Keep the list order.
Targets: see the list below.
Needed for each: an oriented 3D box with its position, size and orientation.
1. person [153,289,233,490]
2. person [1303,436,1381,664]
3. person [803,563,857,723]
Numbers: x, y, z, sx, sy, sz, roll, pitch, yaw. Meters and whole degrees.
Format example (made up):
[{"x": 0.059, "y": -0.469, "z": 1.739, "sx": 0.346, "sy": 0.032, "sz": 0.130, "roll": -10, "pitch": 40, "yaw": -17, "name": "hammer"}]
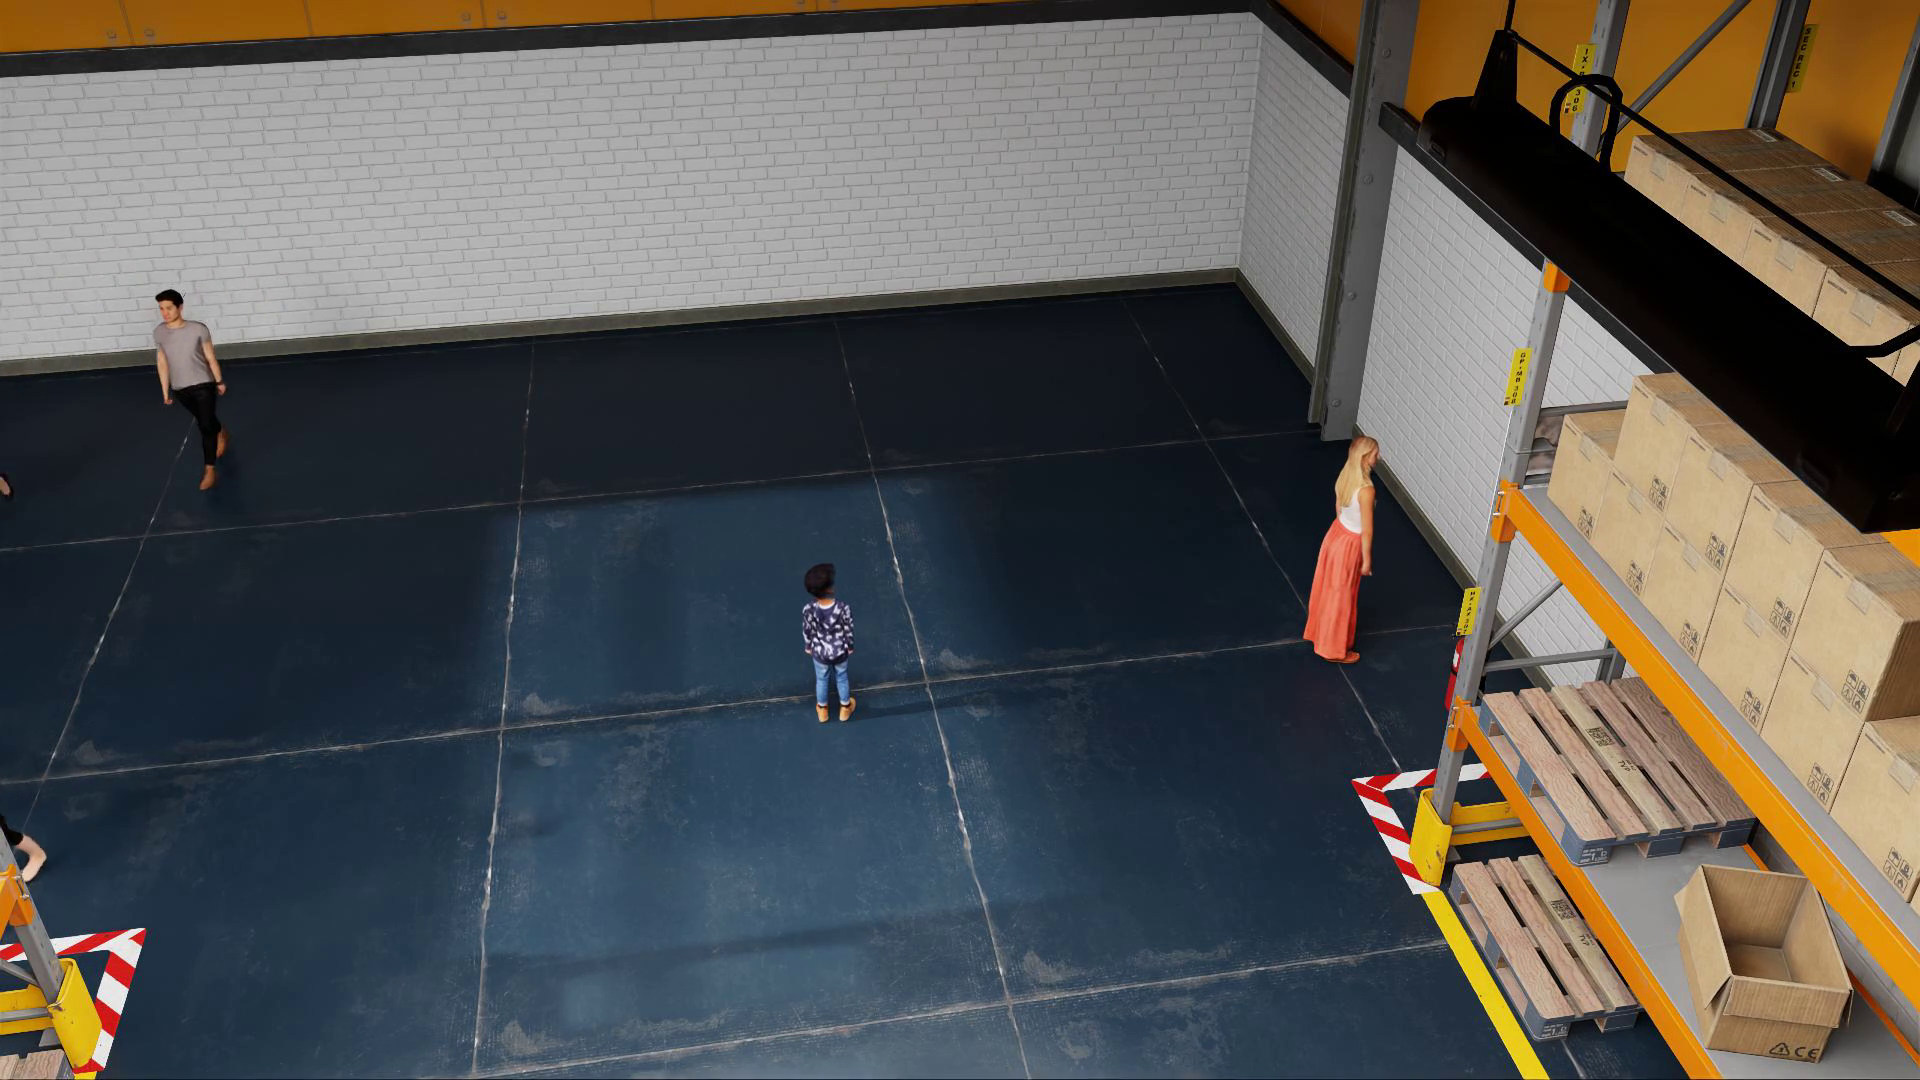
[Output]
[{"x": -6.458, "y": -1.358, "z": 14.076, "sx": 0.748, "sy": 1.686, "sz": 1.160, "roll": 0, "pitch": 34, "yaw": 0, "name": "person"}, {"x": 2.742, "y": 0.061, "z": 11.834, "sx": 0.674, "sy": 1.803, "sz": 0.507, "roll": -6, "pitch": 34, "yaw": -8, "name": "person"}, {"x": -0.892, "y": 0.705, "z": 11.364, "sx": 0.528, "sy": 1.251, "sz": 0.531, "roll": 1, "pitch": 34, "yaw": 1, "name": "person"}]
